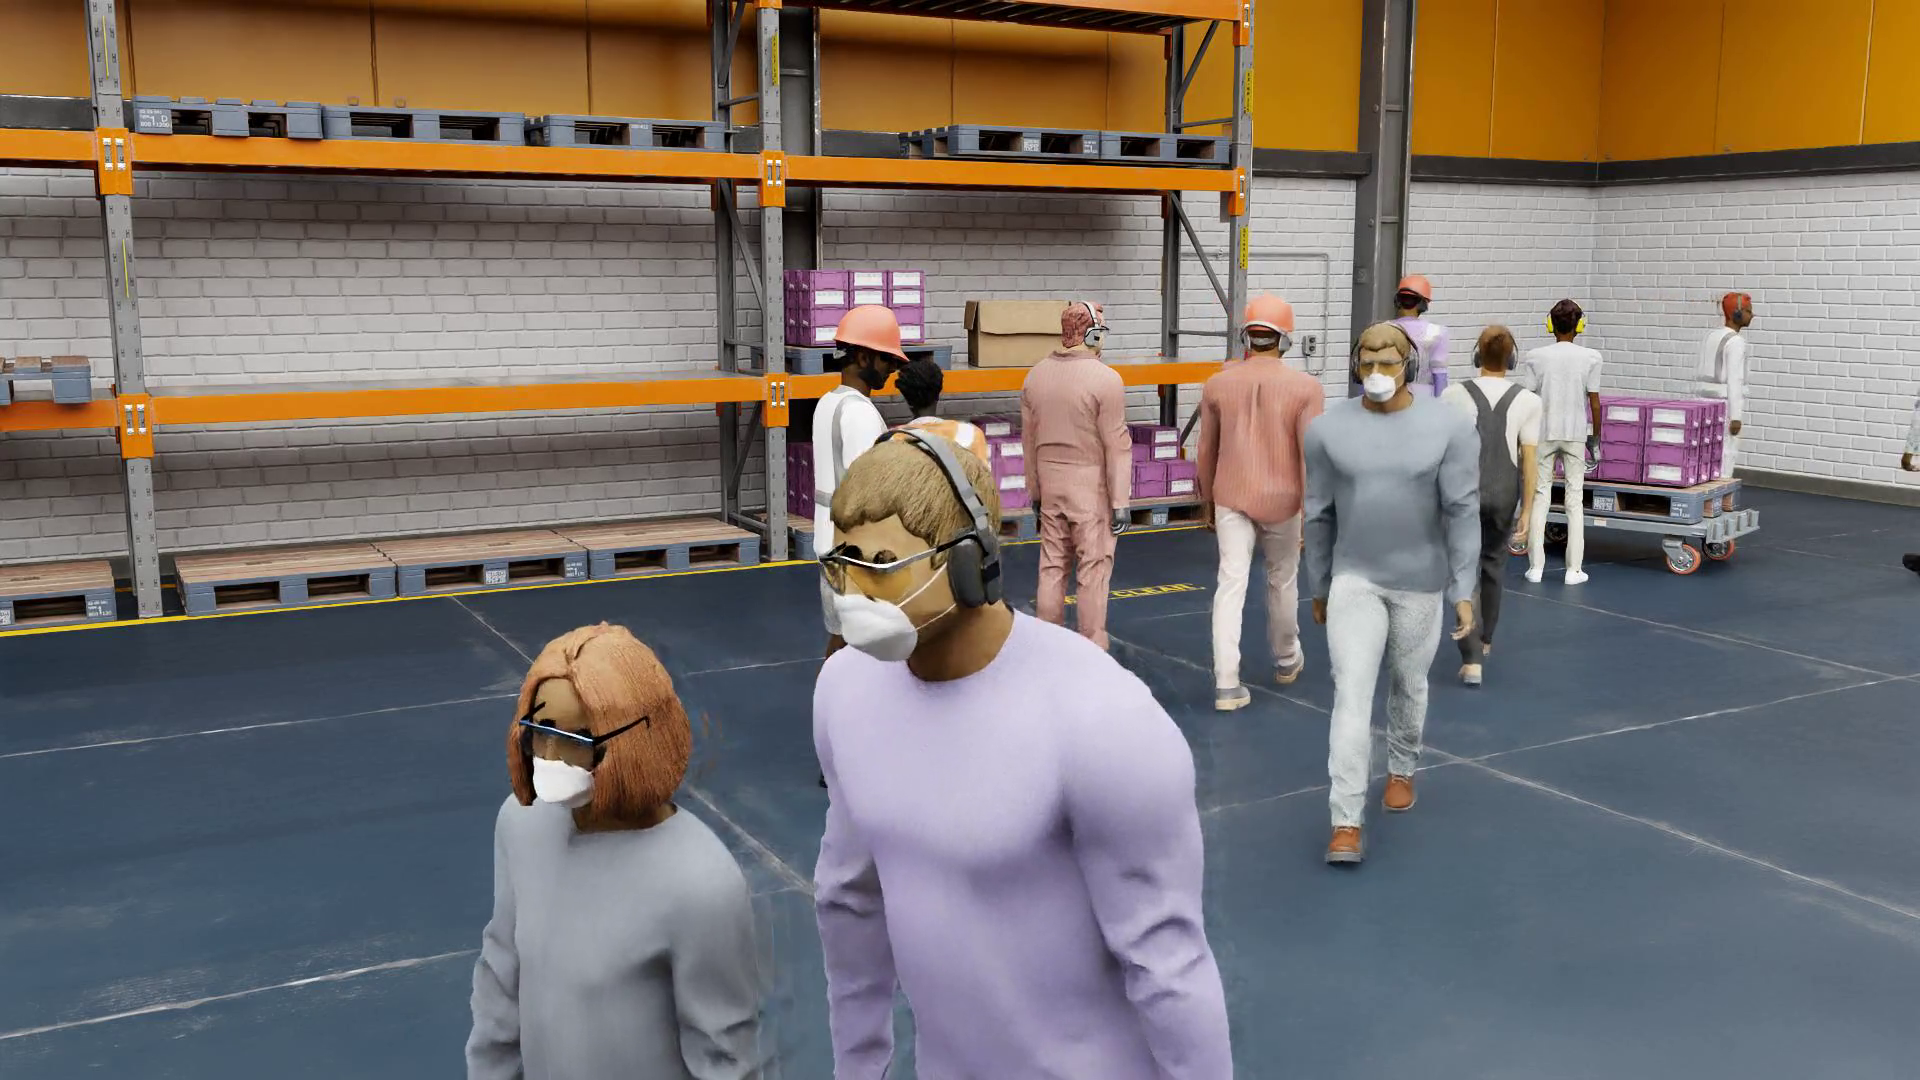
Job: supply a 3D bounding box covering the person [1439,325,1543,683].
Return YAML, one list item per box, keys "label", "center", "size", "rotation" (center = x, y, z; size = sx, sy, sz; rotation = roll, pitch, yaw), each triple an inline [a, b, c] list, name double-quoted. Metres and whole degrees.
- label: "person"
  center: [2.678, -0.197, 8.497]
  size: [0.509, 1.790, 1.013]
  rotation: [2, 9, 11]

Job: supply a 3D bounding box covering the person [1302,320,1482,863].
- label: "person"
  center: [1.549, 0.151, 6.038]
  size: [0.638, 1.897, 0.998]
  rotation: [3, 10, 18]

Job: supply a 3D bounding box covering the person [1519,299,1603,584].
- label: "person"
  center: [3.939, -0.635, 10.902]
  size: [0.510, 1.861, 0.328]
  rotation: [4, 10, 24]

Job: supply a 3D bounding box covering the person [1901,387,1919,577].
- label: "person"
  center: [6.351, -0.630, 10.726]
  size: [0.575, 1.900, 0.902]
  rotation: [-1, 9, -7]

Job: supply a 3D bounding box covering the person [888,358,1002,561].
- label: "person"
  center: [-0.108, 0.046, 7.289]
  size: [0.590, 1.669, 0.447]
  rotation: [1, 9, 6]

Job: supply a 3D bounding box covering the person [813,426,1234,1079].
- label: "person"
  center: [0.032, 0.775, 2.281]
  size: [0.959, 1.873, 0.633]
  rotation: [-7, 12, -38]

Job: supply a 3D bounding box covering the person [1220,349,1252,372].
- label: "person"
  center: [1.989, -0.642, 11.377]
  size: [0.577, 1.709, 0.771]
  rotation: [1, 9, 3]

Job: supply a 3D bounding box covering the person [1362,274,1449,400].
- label: "person"
  center: [3.343, -0.977, 12.503]
  size: [0.644, 2.015, 0.634]
  rotation: [4, 10, 24]

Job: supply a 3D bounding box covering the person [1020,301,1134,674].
- label: "person"
  center: [0.609, -0.231, 8.295]
  size: [0.409, 1.907, 0.651]
  rotation: [-9, 13, -44]

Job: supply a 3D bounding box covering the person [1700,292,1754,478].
- label: "person"
  center: [6.087, -1.044, 13.341]
  size: [0.484, 1.871, 0.596]
  rotation: [1, 9, 5]

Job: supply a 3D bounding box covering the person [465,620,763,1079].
- label: "person"
  center: [-0.468, 0.883, 2.455]
  size: [0.502, 1.594, 0.842]
  rotation: [9, 13, 42]

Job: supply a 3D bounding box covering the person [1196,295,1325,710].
- label: "person"
  center: [1.439, -0.197, 7.988]
  size: [0.641, 1.939, 1.017]
  rotation: [4, 10, 24]

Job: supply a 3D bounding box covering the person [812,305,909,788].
- label: "person"
  center: [-0.376, 0.059, 6.465]
  size: [0.374, 1.928, 0.543]
  rotation: [-4, 10, -22]
